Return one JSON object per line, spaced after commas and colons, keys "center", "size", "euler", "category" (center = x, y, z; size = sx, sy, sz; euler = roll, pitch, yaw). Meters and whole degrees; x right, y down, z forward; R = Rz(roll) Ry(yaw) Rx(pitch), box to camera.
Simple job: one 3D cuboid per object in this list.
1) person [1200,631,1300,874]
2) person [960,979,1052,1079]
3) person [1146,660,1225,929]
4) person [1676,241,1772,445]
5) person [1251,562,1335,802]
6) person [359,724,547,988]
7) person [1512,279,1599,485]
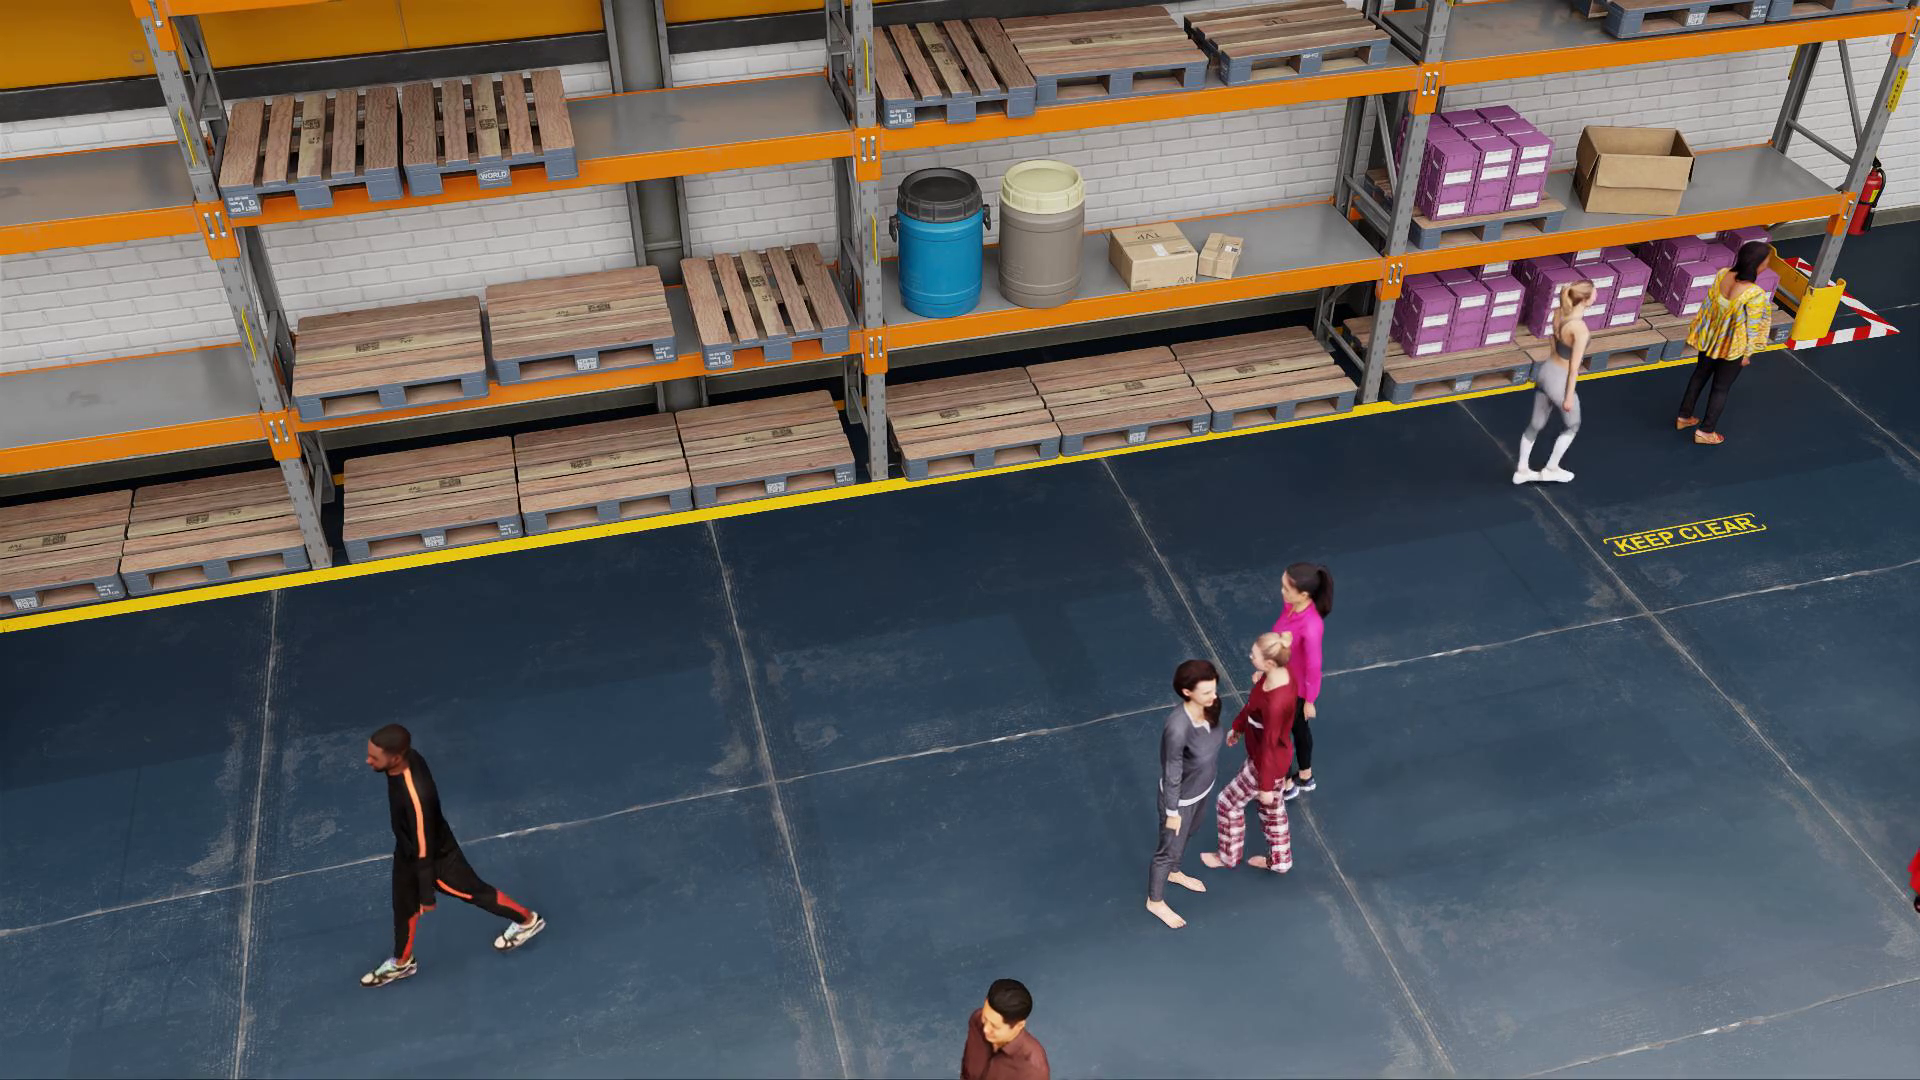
{"center": [1.749, 1.194, 9.029], "size": [0.907, 1.687, 0.844], "euler": [11, 40, 14], "category": "person"}
{"center": [0.248, 2.495, 7.337], "size": [1.004, 1.766, 0.873], "euler": [-28, 46, -30], "category": "person"}
{"center": [1.192, 1.313, 8.816], "size": [0.740, 1.768, 0.681], "euler": [19, 43, 23], "category": "person"}
{"center": [5.698, -1.471, 12.395], "size": [0.761, 1.652, 0.729], "euler": [-13, 40, -16], "category": "person"}
{"center": [2.024, 0.820, 9.513], "size": [0.720, 1.680, 0.668], "euler": [-4, 39, -5], "category": "person"}
{"center": [-2.599, 1.582, 8.489], "size": [1.280, 1.755, 0.890], "euler": [-20, 43, -23], "category": "person"}
{"center": [4.194, -1.098, 11.893], "size": [0.646, 1.695, 0.576], "euler": [-9, 40, -11], "category": "person"}
